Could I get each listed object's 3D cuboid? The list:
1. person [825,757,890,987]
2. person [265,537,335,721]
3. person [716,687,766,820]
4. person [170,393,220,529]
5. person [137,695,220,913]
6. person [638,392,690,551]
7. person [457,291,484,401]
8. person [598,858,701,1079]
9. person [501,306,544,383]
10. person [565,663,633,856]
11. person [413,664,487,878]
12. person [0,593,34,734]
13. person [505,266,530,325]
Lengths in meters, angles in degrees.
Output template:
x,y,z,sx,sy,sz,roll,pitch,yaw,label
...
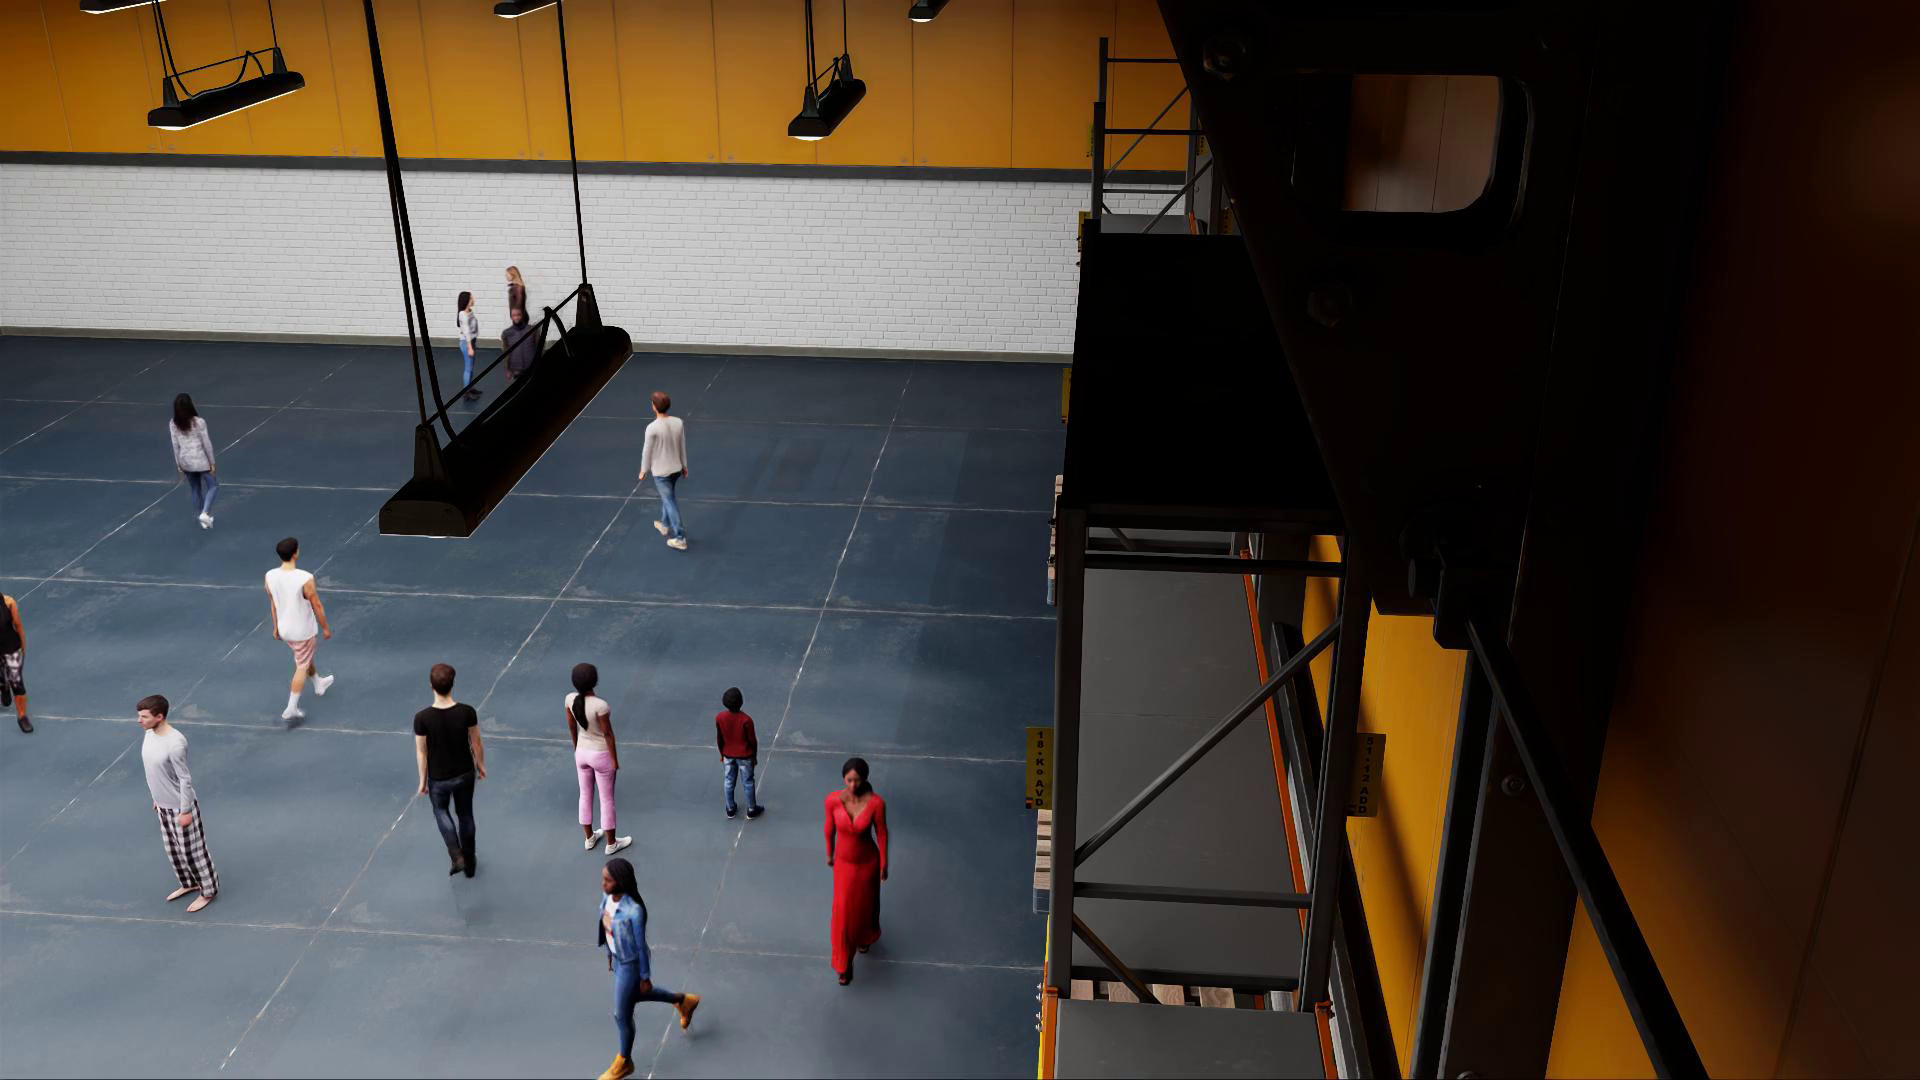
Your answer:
x,y,z,sx,sy,sz,roll,pitch,yaw,label
-0.744,2.364,12.411,0.653,1.751,1.044,1,24,3,person
-6.343,0.879,15.803,0.770,1.756,1.174,5,24,11,person
-1.905,1.824,14.265,0.530,1.256,0.521,5,24,12,person
-9.184,-0.898,19.914,0.700,1.719,0.880,-2,24,-5,person
-6.151,2.035,13.042,0.702,1.848,0.705,16,28,32,person
-3.368,-0.771,19.436,1.077,1.870,1.063,19,30,37,person
-7.271,-2.882,24.565,0.702,1.629,0.535,-3,24,-6,person
-2.163,2.870,11.335,1.123,1.686,1.075,-18,29,-35,person
-6.058,-2.385,23.191,0.899,1.819,1.077,-5,24,-12,person
-3.020,1.791,13.730,0.631,1.745,0.621,11,26,23,person
-4.051,1.912,13.279,0.850,1.883,0.899,-10,25,-21,person
-9.037,1.007,15.652,0.881,1.642,0.978,-16,28,-32,person
-6.758,-3.384,25.628,0.804,1.697,0.719,-9,25,-19,person
